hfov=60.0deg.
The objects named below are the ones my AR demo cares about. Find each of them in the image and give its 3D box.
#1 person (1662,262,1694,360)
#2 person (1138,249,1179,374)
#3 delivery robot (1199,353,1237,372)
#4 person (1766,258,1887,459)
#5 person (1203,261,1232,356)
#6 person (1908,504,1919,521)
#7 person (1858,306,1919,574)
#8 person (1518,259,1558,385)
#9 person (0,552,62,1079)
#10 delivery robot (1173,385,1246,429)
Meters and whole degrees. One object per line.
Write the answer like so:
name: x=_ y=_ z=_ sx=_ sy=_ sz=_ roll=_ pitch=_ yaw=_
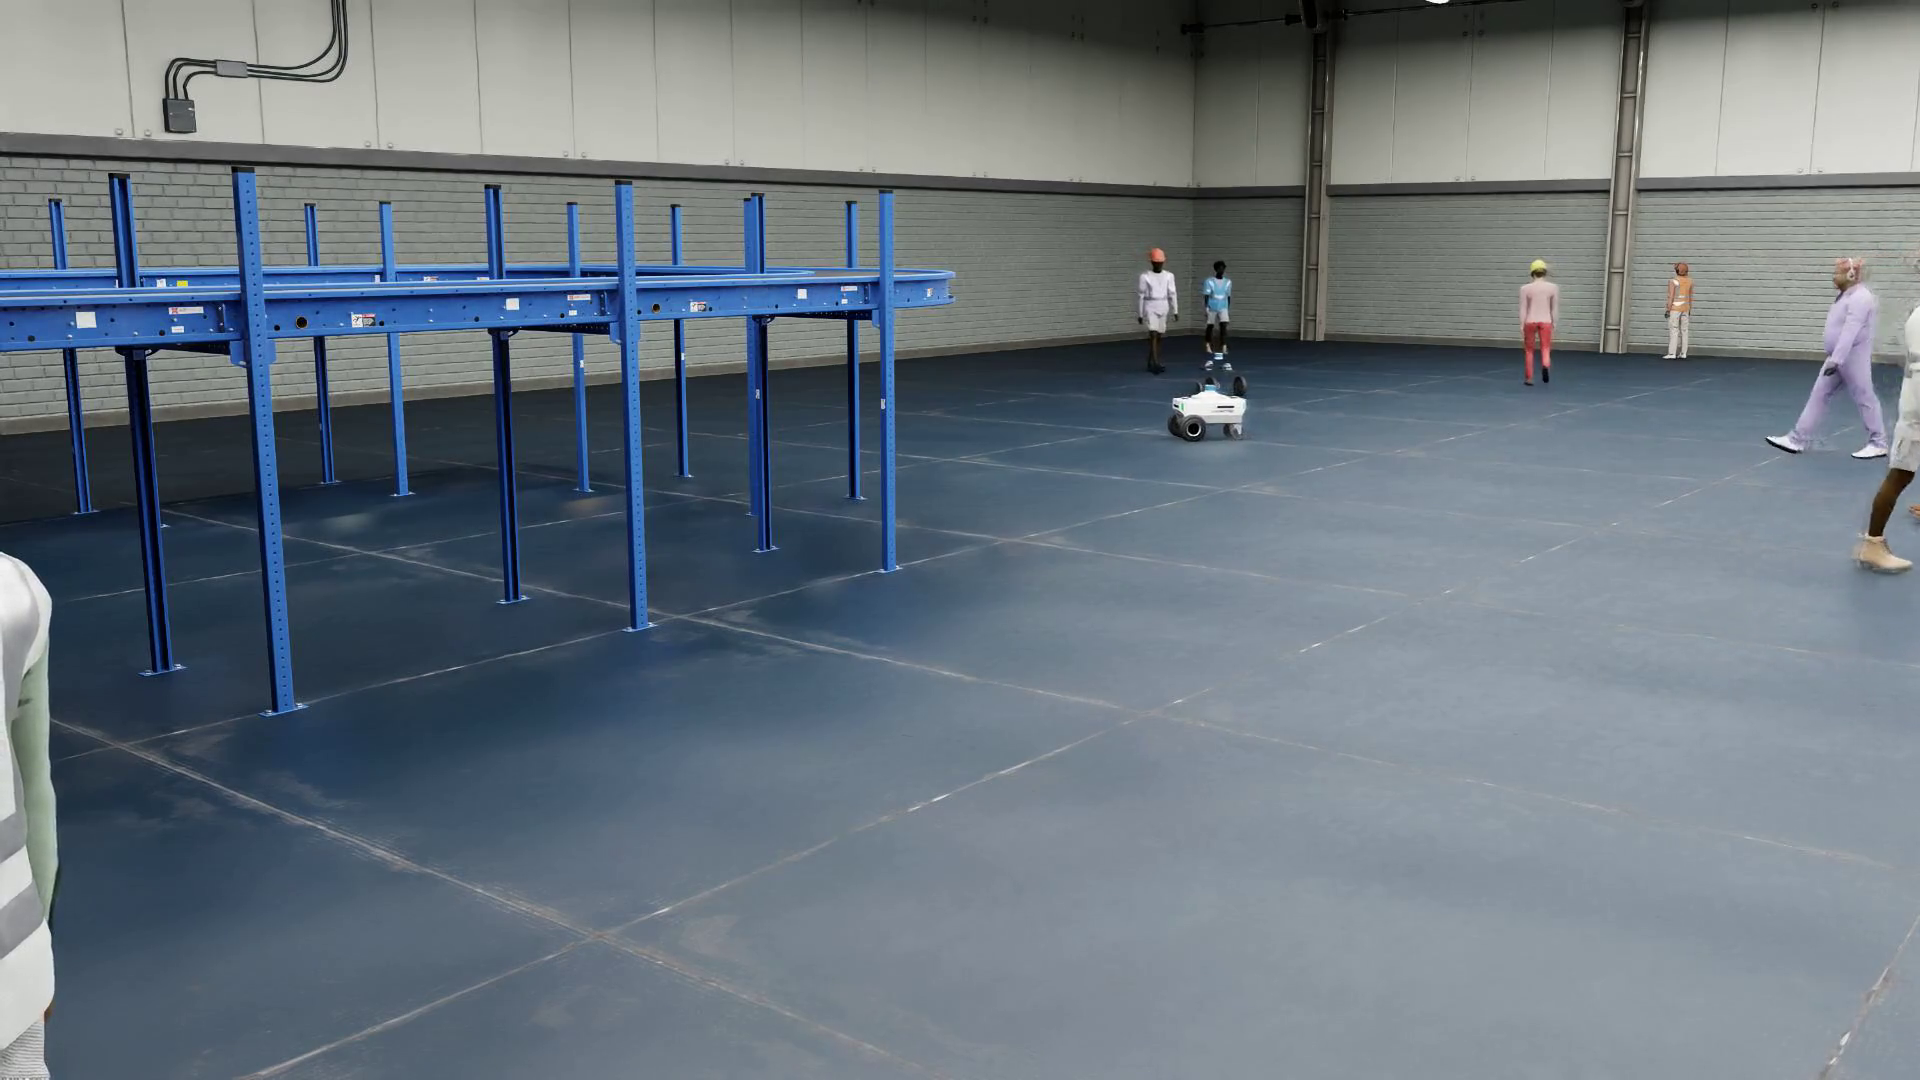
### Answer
person: x=12.209 y=-3.888 z=28.253 sx=0.525 sy=1.639 sz=0.307 roll=-4 pitch=11 yaw=-19
person: x=3.007 y=-3.501 z=25.465 sx=0.552 sy=1.890 sz=0.989 roll=-3 pitch=11 yaw=-16
delivery robot: x=3.387 y=-2.335 z=21.793 sx=0.335 sy=0.223 sz=0.698 roll=-3 pitch=11 yaw=-18
person: x=8.189 y=-1.685 z=15.491 sx=1.038 sy=1.841 sz=0.639 roll=1 pitch=10 yaw=8
person: x=4.527 y=-4.101 z=29.384 sx=0.531 sy=1.659 sz=0.869 roll=-1 pitch=10 yaw=-6
person: x=7.113 y=-1.090 z=11.923 sx=0.372 sy=1.940 sz=0.632 roll=5 pitch=11 yaw=26
person: x=5.865 y=-0.741 z=9.821 sx=0.639 sy=1.990 sz=1.021 roll=-6 pitch=12 yaw=-32
person: x=8.019 y=-3.013 z=23.079 sx=0.539 sy=1.748 sz=0.599 roll=2 pitch=10 yaw=10
person: x=-1.470 y=0.656 z=2.248 sx=0.402 sy=1.938 sz=0.603 roll=2 pitch=10 yaw=13
delivery robot: x=2.553 y=-1.347 z=17.040 sx=0.707 sy=0.478 sz=0.477 roll=-2 pitch=10 yaw=-9
